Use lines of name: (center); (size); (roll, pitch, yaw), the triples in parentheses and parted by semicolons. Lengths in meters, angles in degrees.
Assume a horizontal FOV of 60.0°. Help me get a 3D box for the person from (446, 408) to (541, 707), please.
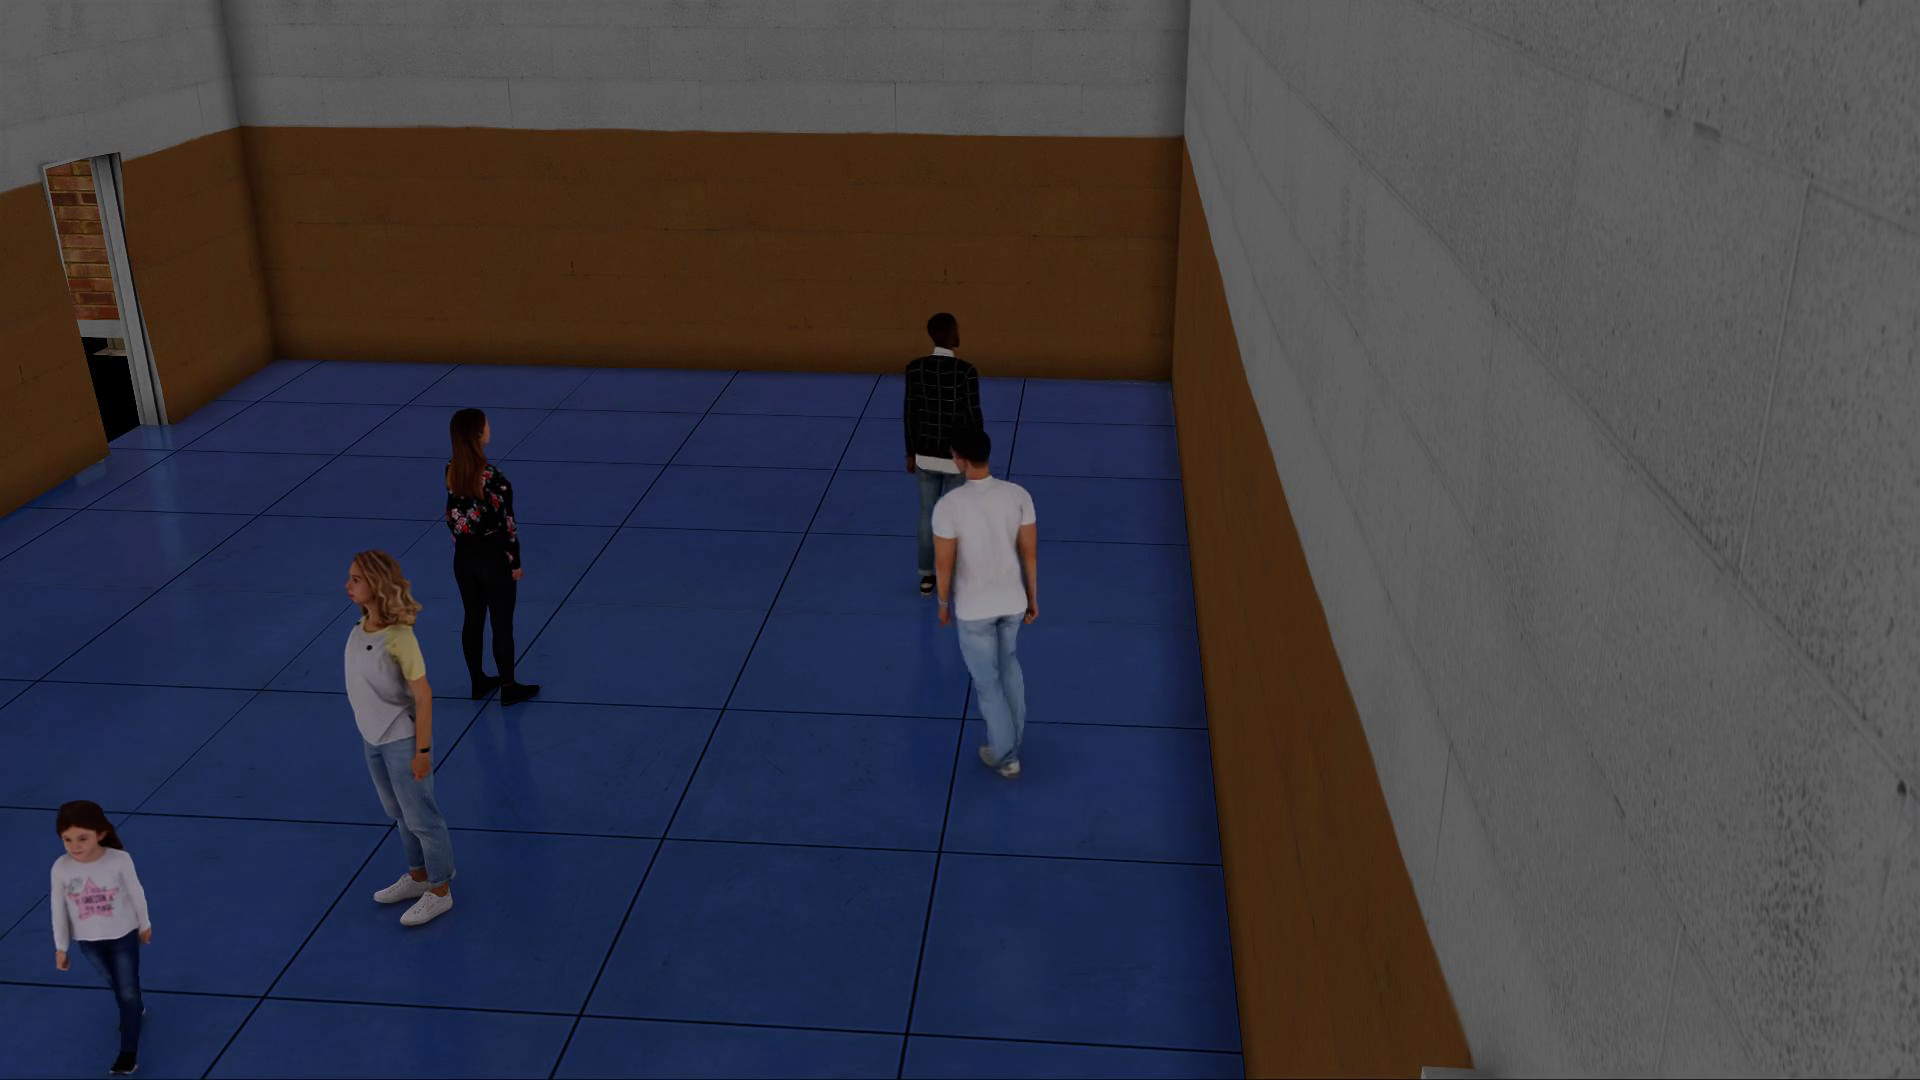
person: (-2.595, 0.092, 9.054); (0.570, 1.683, 0.706); (11, 24, 26)

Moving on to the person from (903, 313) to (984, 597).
person: (-0.107, -0.520, 10.396); (0.572, 1.819, 0.764); (7, 23, 16)

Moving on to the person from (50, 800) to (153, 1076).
person: (-3.285, 1.469, 6.429); (0.733, 1.085, 0.614); (-3, 22, -7)

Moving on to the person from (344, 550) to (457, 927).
person: (-2.398, 0.842, 7.115); (0.768, 1.722, 0.691); (-20, 29, -40)

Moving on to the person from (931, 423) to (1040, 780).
person: (0.191, 0.322, 8.281); (0.858, 1.832, 0.929); (-6, 23, -14)
